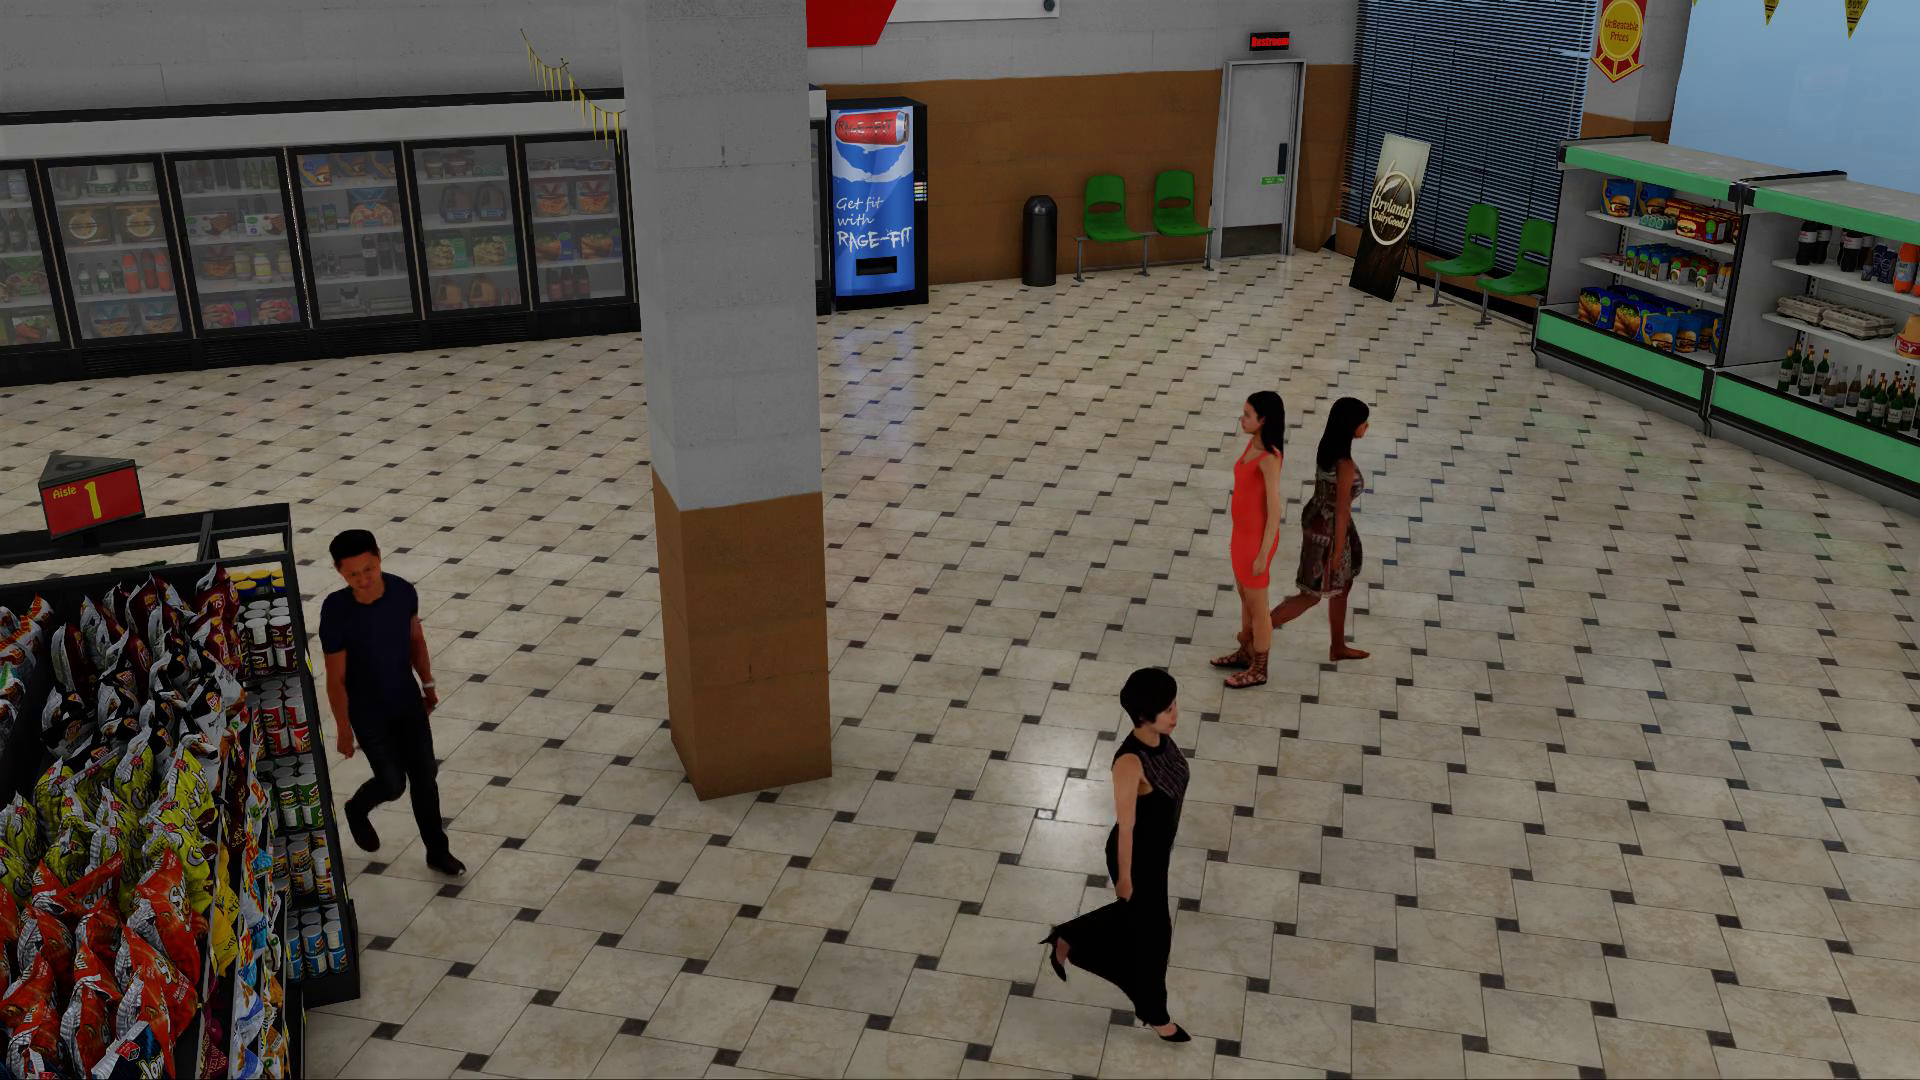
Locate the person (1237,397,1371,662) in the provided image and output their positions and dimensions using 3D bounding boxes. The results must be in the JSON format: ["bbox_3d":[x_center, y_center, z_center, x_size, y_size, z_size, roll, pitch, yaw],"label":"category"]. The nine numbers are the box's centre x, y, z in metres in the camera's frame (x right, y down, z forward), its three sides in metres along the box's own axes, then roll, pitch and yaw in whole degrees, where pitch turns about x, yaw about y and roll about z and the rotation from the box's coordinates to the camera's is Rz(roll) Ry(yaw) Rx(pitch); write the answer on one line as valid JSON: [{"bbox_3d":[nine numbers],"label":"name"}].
[{"bbox_3d":[1.988,-0.001,9.434,0.893,1.611,1.061,-1,22,-2],"label":"person"}]

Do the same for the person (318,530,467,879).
[{"bbox_3d":[-2.625,0.732,7.411,1.061,1.758,0.974,12,25,28],"label":"person"}]

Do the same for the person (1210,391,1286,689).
[{"bbox_3d":[1.649,-0.004,9.297,0.690,1.719,0.512,-3,22,-8],"label":"person"}]

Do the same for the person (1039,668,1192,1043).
[{"bbox_3d":[0.634,1.206,6.469,0.960,1.582,0.922,9,23,21],"label":"person"}]
